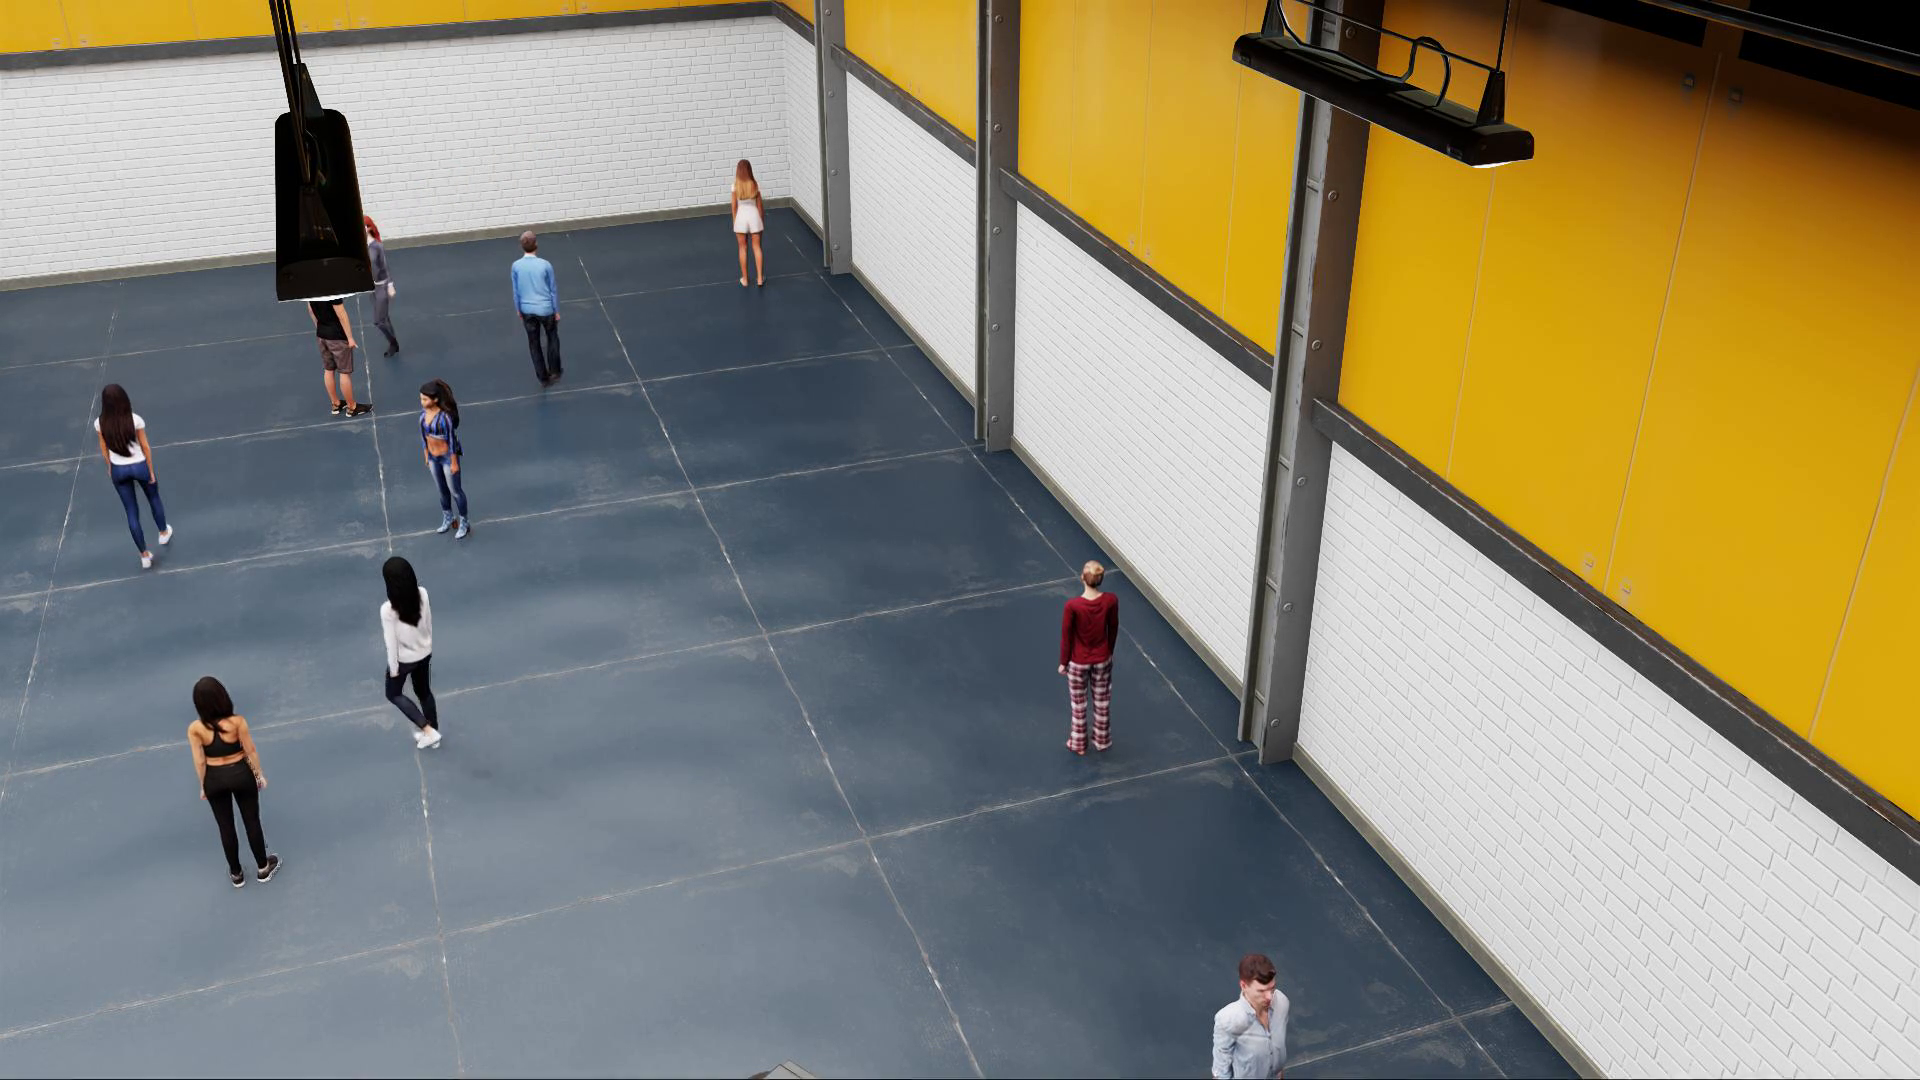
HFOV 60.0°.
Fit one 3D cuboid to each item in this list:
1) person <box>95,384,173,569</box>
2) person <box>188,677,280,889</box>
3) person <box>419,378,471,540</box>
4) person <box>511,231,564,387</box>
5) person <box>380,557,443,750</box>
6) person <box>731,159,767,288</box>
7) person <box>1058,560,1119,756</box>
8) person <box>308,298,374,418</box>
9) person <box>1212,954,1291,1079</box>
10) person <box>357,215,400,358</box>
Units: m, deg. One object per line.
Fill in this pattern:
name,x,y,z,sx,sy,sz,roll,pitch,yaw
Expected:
person,-7.658,-0.563,15.354,0.650,1.751,0.933,-9,30,-15
person,-5.010,1.658,11.392,0.571,1.645,0.473,-8,30,-14
person,-4.932,-0.777,15.884,0.679,1.617,0.760,16,32,27
person,-4.861,-2.627,19.078,0.787,1.808,0.818,-1,29,-2
person,-4.144,0.911,12.716,0.822,1.689,0.769,15,32,25
person,-2.824,-4.224,22.123,0.603,1.695,0.587,-5,29,-9
person,0.993,0.894,12.739,0.630,1.697,0.509,-8,30,-14
person,-6.935,-2.264,18.355,0.750,1.862,0.816,14,31,23
person,1.521,2.927,8.854,0.701,1.848,0.628,-17,33,-29
person,-6.916,-3.046,19.896,0.697,1.761,0.759,13,31,22
